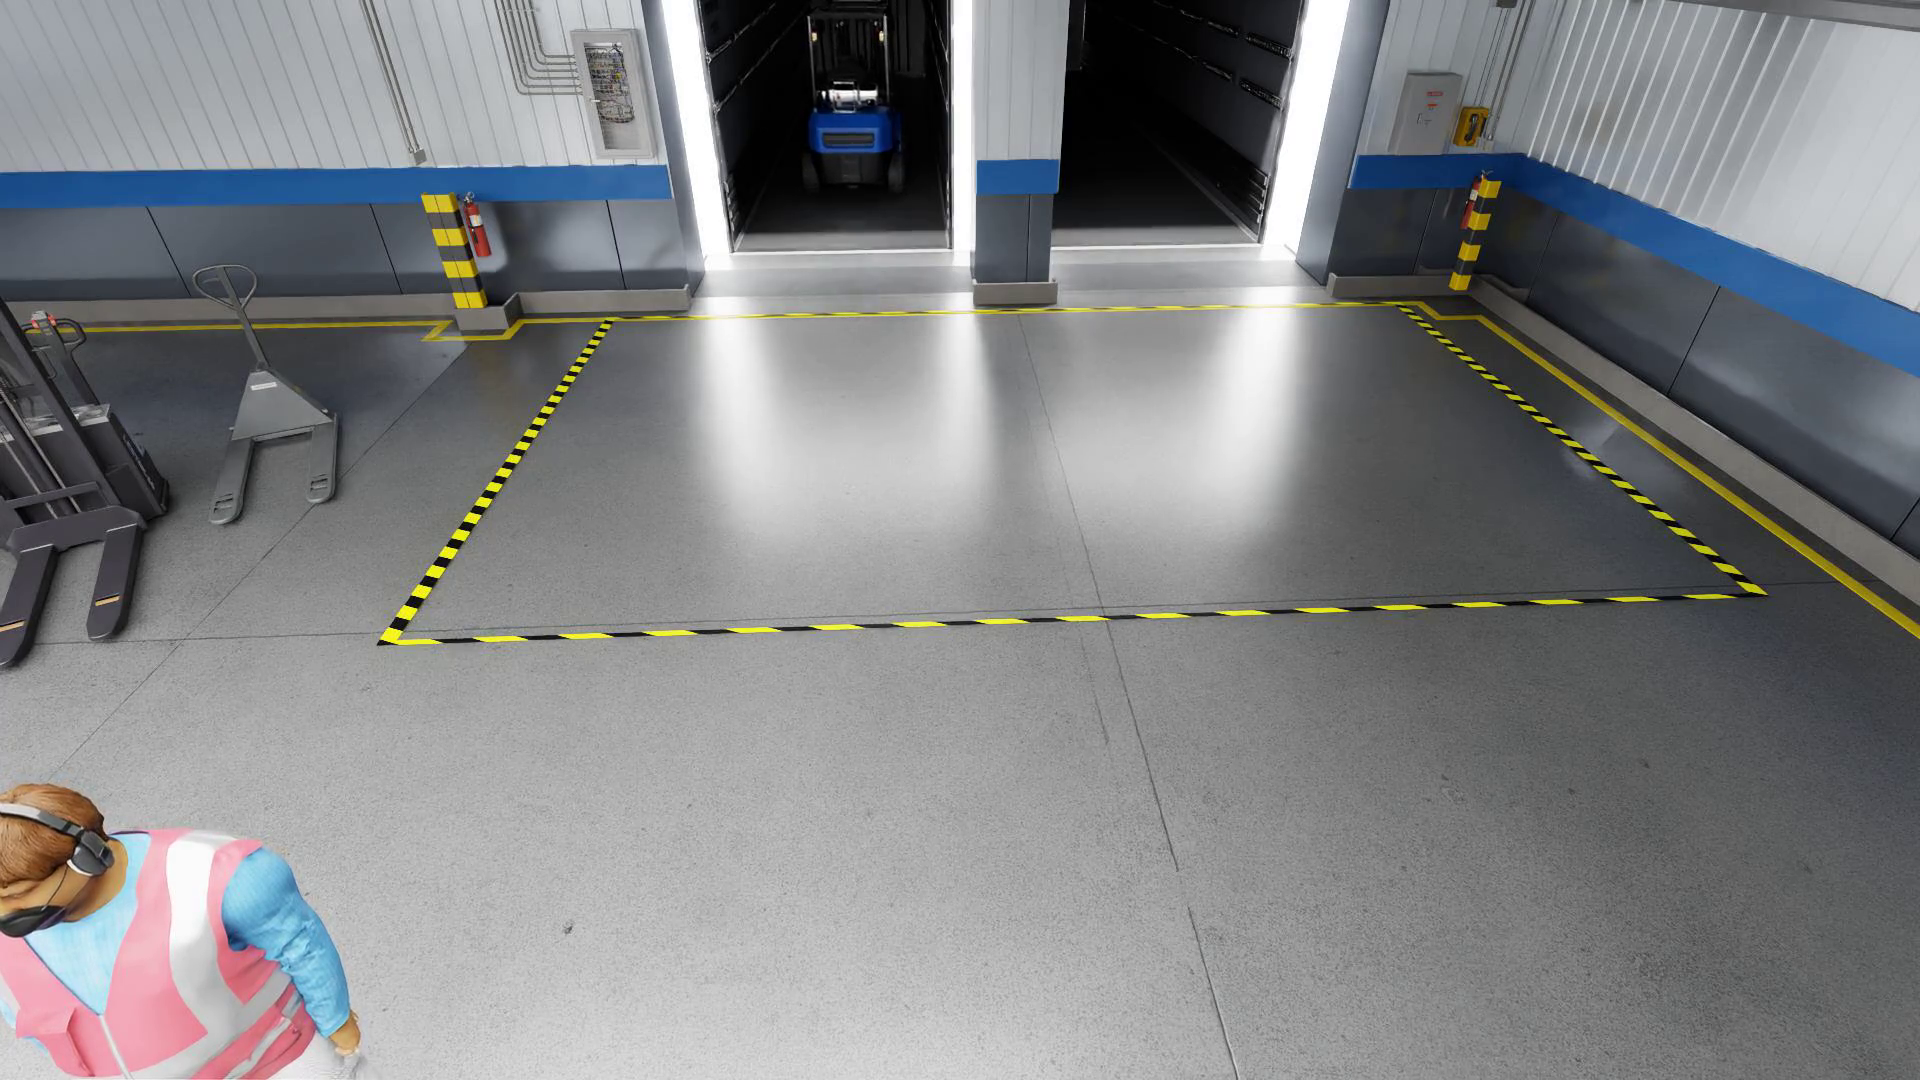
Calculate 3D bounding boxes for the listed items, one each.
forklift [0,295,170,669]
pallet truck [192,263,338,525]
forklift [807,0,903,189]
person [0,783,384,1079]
[{"bbox_3d":[-5.212,-0.618,4.878,0.823,1.965,1.885,-20,39,-26],"label":"forklift"},{"bbox_3d":[-4.778,-1.027,6.128,0.680,1.201,1.601,-17,38,-23],"label":"pallet truck"},{"bbox_3d":[-1.426,-6.176,12.551,1.157,2.036,2.680,0,35,0],"label":"forklift"},{"bbox_3d":[-1.869,1.267,2.304,0.632,1.841,0.429,-8,36,-12],"label":"person"}]
